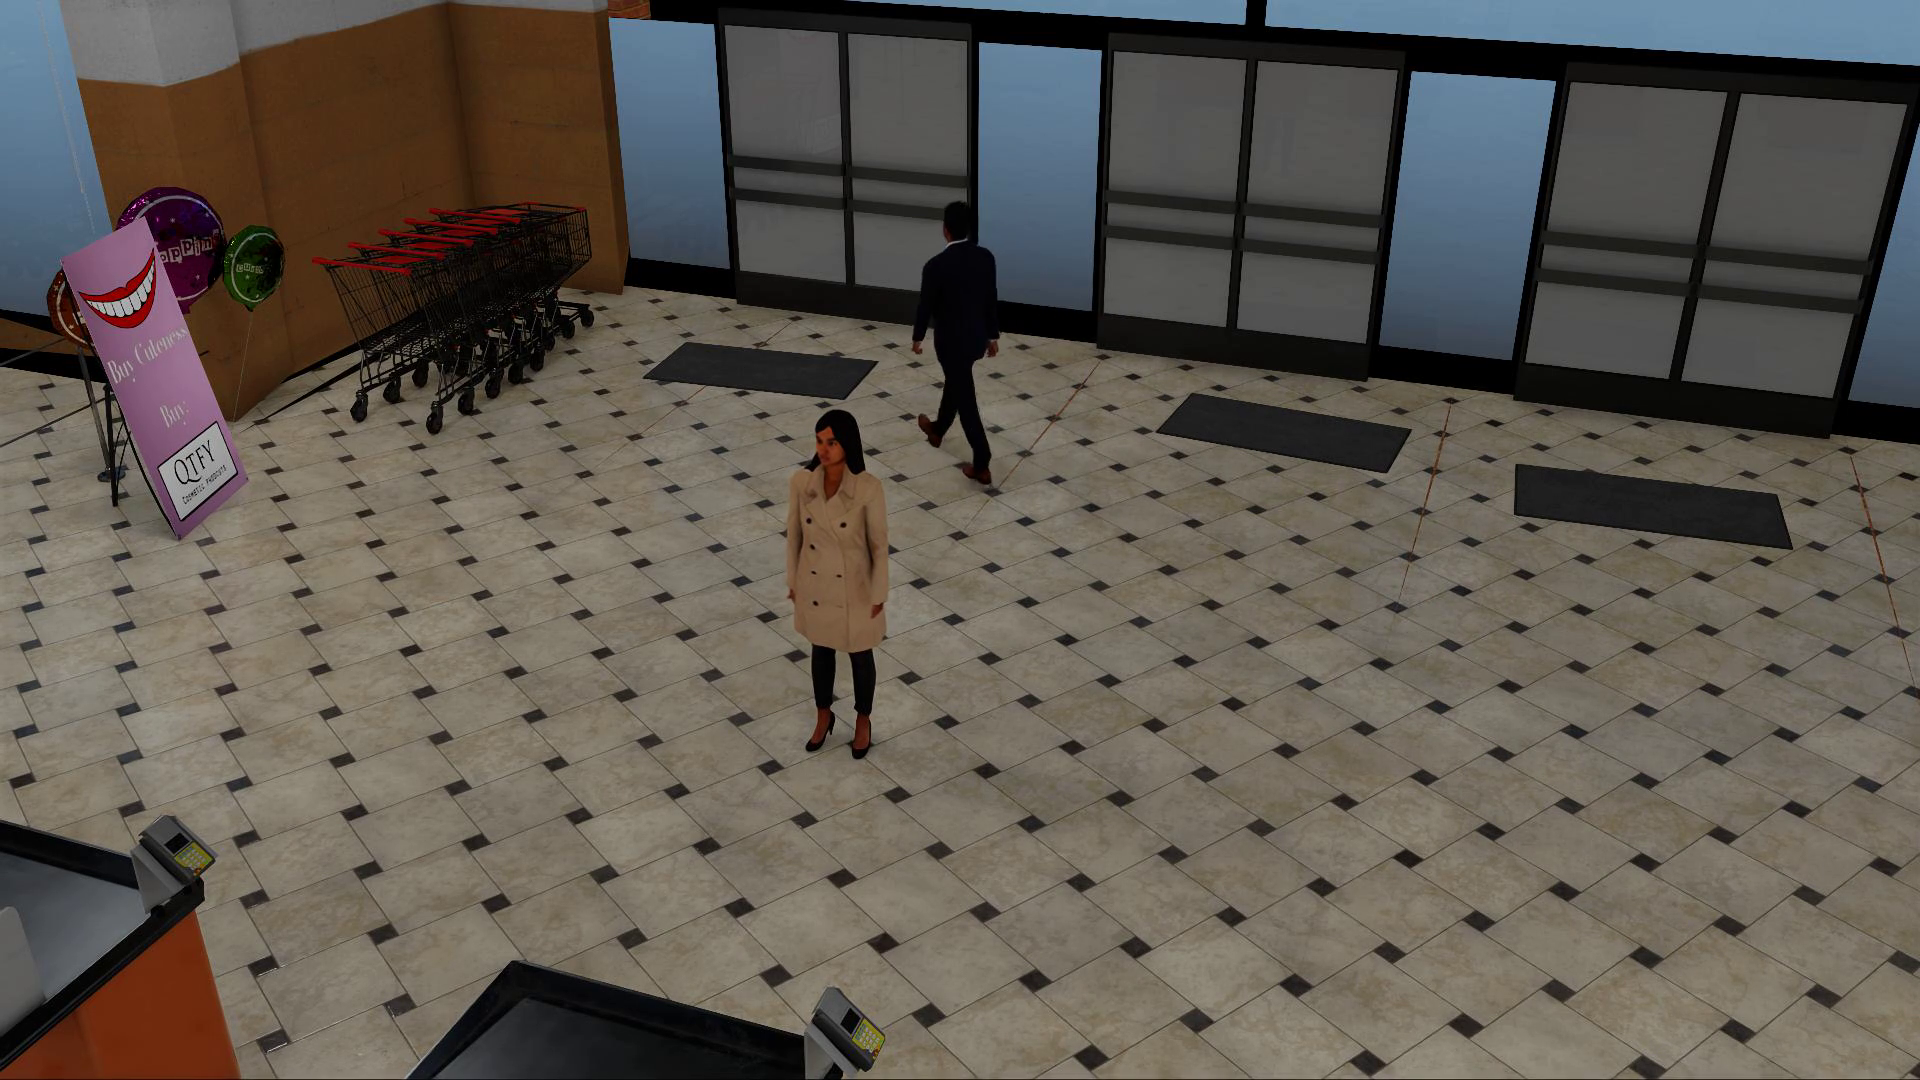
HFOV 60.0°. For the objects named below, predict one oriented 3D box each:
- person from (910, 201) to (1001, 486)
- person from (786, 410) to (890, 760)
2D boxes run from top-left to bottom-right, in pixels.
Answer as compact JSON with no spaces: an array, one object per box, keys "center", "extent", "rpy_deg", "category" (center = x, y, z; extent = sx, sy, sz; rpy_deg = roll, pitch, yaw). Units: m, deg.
[{"center":[0.040,-1.135,10.016],"extent":[1.143,1.680,1.132],"rpy_deg":[-16,31,-29],"category":"person"},{"center":[-0.534,0.206,7.371],"extent":[0.633,1.682,0.512],"rpy_deg":[9,28,18],"category":"person"}]
